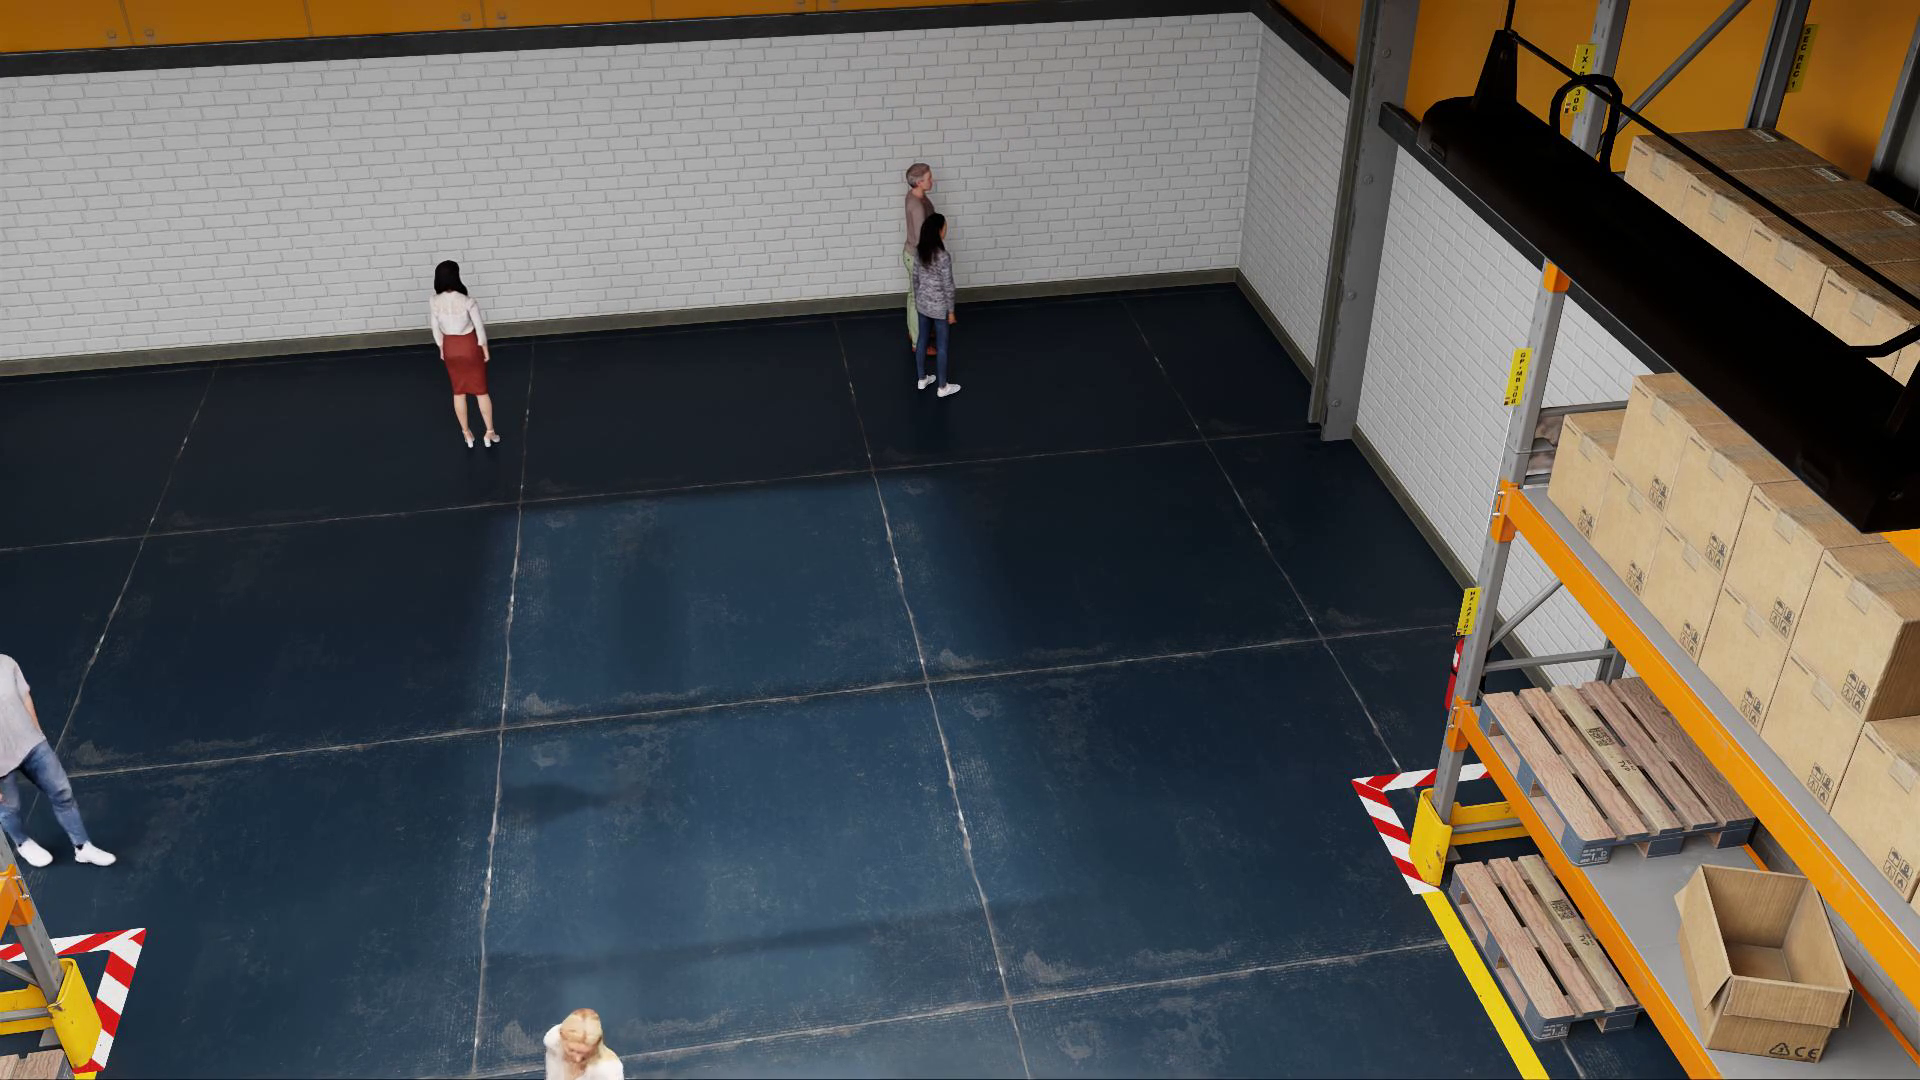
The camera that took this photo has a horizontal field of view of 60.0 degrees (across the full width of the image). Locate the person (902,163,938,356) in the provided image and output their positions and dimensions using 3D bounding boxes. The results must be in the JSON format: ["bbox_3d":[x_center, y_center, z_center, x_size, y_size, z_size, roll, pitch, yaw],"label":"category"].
[{"bbox_3d":[-0.392,-2.708,15.935,0.736,1.875,0.547,-3,34,-5],"label":"person"}]

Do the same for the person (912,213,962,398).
[{"bbox_3d":[-0.246,-2.160,15.238,0.659,1.733,0.749,27,42,35],"label":"person"}]

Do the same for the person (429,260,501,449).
[{"bbox_3d":[-4.287,-1.597,14.375,0.638,1.750,0.577,1,34,2],"label":"person"}]

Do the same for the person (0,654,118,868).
[{"bbox_3d":[-5.789,1.241,10.006,1.049,1.863,1.026,15,37,22],"label":"person"}]

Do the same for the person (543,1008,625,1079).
[{"bbox_3d":[-1.703,2.717,7.839,1.016,1.802,1.133,20,39,28],"label":"person"}]
